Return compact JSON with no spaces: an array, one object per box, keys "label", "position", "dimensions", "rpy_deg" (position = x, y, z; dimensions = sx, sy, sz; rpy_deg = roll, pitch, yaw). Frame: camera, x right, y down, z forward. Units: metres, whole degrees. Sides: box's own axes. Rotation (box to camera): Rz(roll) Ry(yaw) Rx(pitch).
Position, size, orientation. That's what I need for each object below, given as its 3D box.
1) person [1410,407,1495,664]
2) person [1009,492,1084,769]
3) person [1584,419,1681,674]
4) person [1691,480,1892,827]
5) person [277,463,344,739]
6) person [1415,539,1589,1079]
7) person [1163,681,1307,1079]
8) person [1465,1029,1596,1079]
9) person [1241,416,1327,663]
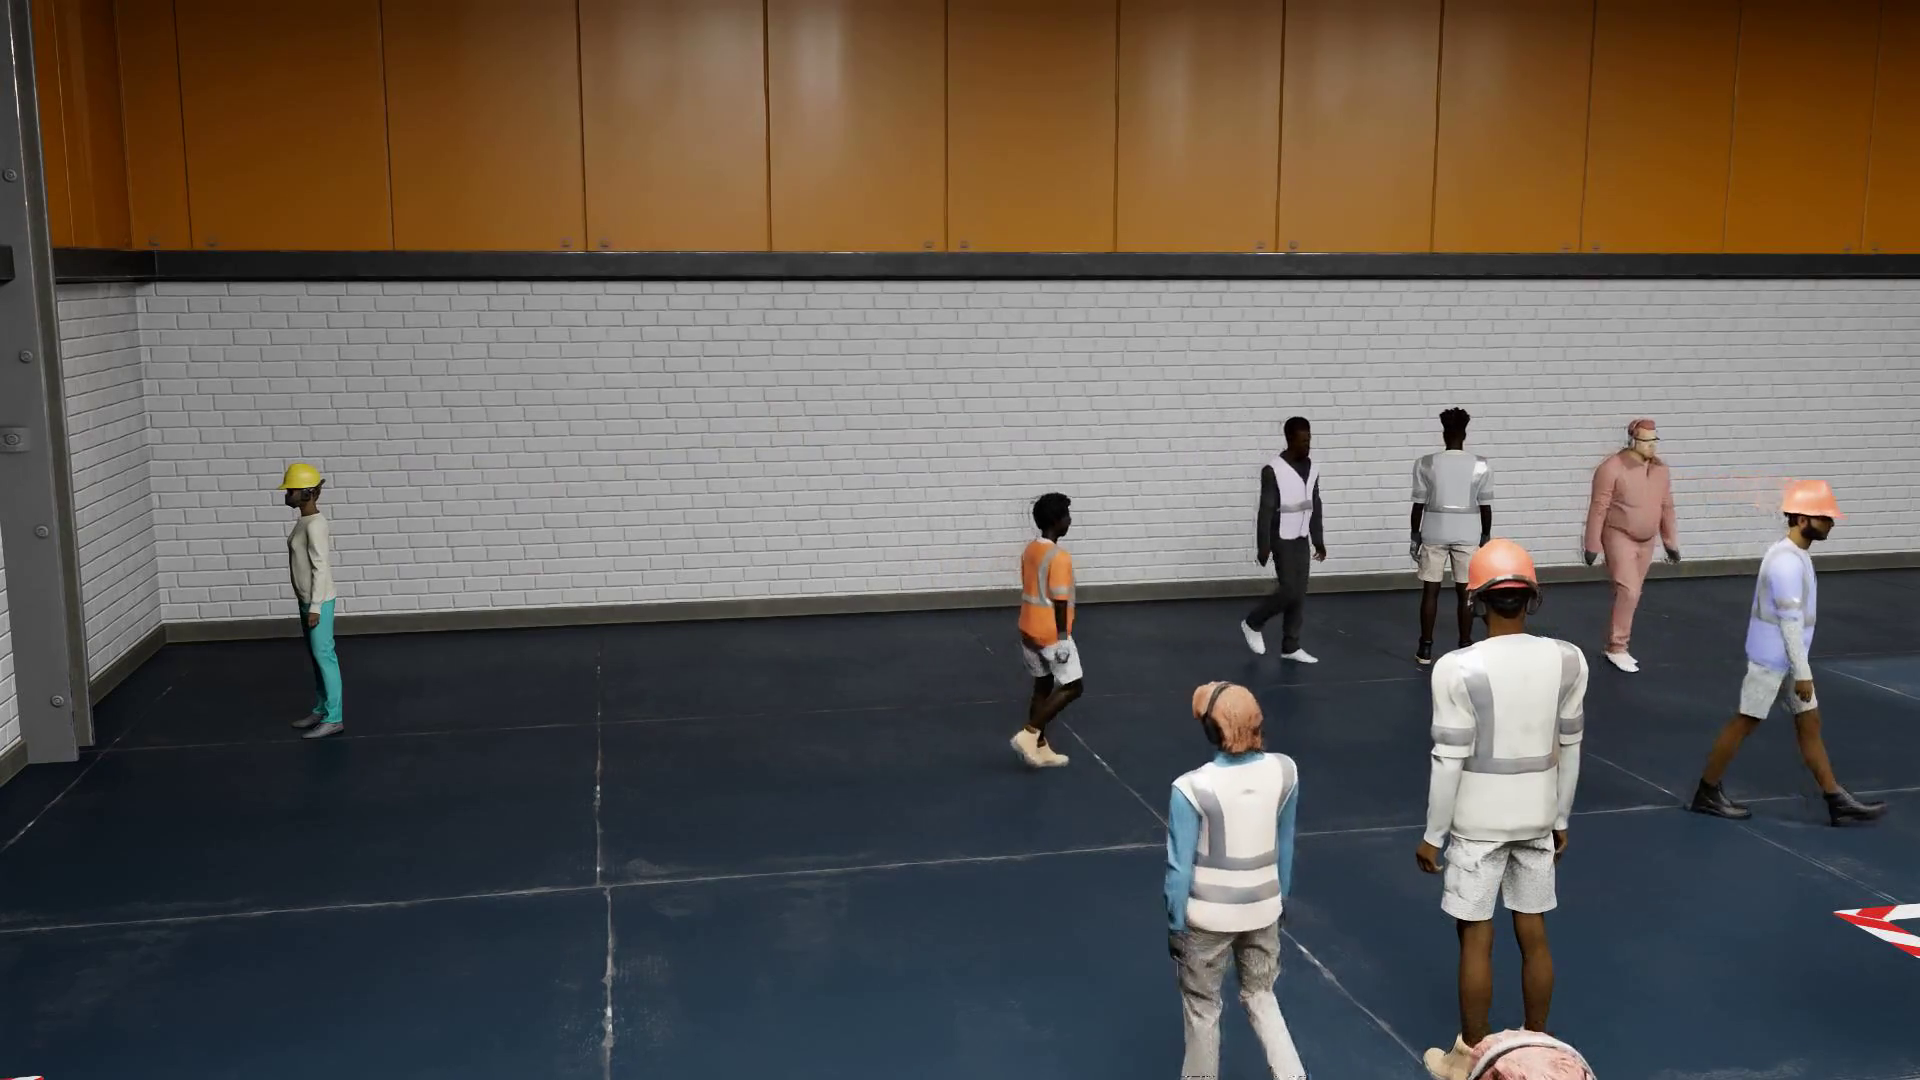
[{"label":"person","position":[3.712,-0.024,12.580],"dimensions":[0.607,1.957,0.376],"rpy_deg":[2,10,14]},{"label":"person","position":[0.515,0.550,9.878],"dimensions":[0.391,1.685,0.544],"rpy_deg":[-3,10,-20]},{"label":"person","position":[5.059,0.039,12.417],"dimensions":[0.667,1.880,0.671],"rpy_deg":[-4,10,-25]},{"label":"person","position":[4.460,0.620,8.872],"dimensions":[0.990,1.879,0.568],"rpy_deg":[6,11,32]},{"label":"person","position":[-4.166,0.385,10.670],"dimensions":[0.313,1.769,0.525],"rpy_deg":[-5,11,-30]},{"label":"person","position":[1.942,1.009,6.043],"dimensions":[0.605,2.036,0.393],"rpy_deg":[-2,10,-14]},{"label":"person","position":[0.936,1.279,5.625],"dimensions":[0.528,1.622,0.569],"rpy_deg":[-4,10,-23]},{"label":"person","position":[0.891,1.658,2.648],"dimensions":[0.643,1.852,0.993],"rpy_deg":[0,9,-2]},{"label":"person","position":[2.482,-0.004,12.654],"dimensions":[0.616,1.900,0.492],"rpy_deg":[-9,13,-44]}]
